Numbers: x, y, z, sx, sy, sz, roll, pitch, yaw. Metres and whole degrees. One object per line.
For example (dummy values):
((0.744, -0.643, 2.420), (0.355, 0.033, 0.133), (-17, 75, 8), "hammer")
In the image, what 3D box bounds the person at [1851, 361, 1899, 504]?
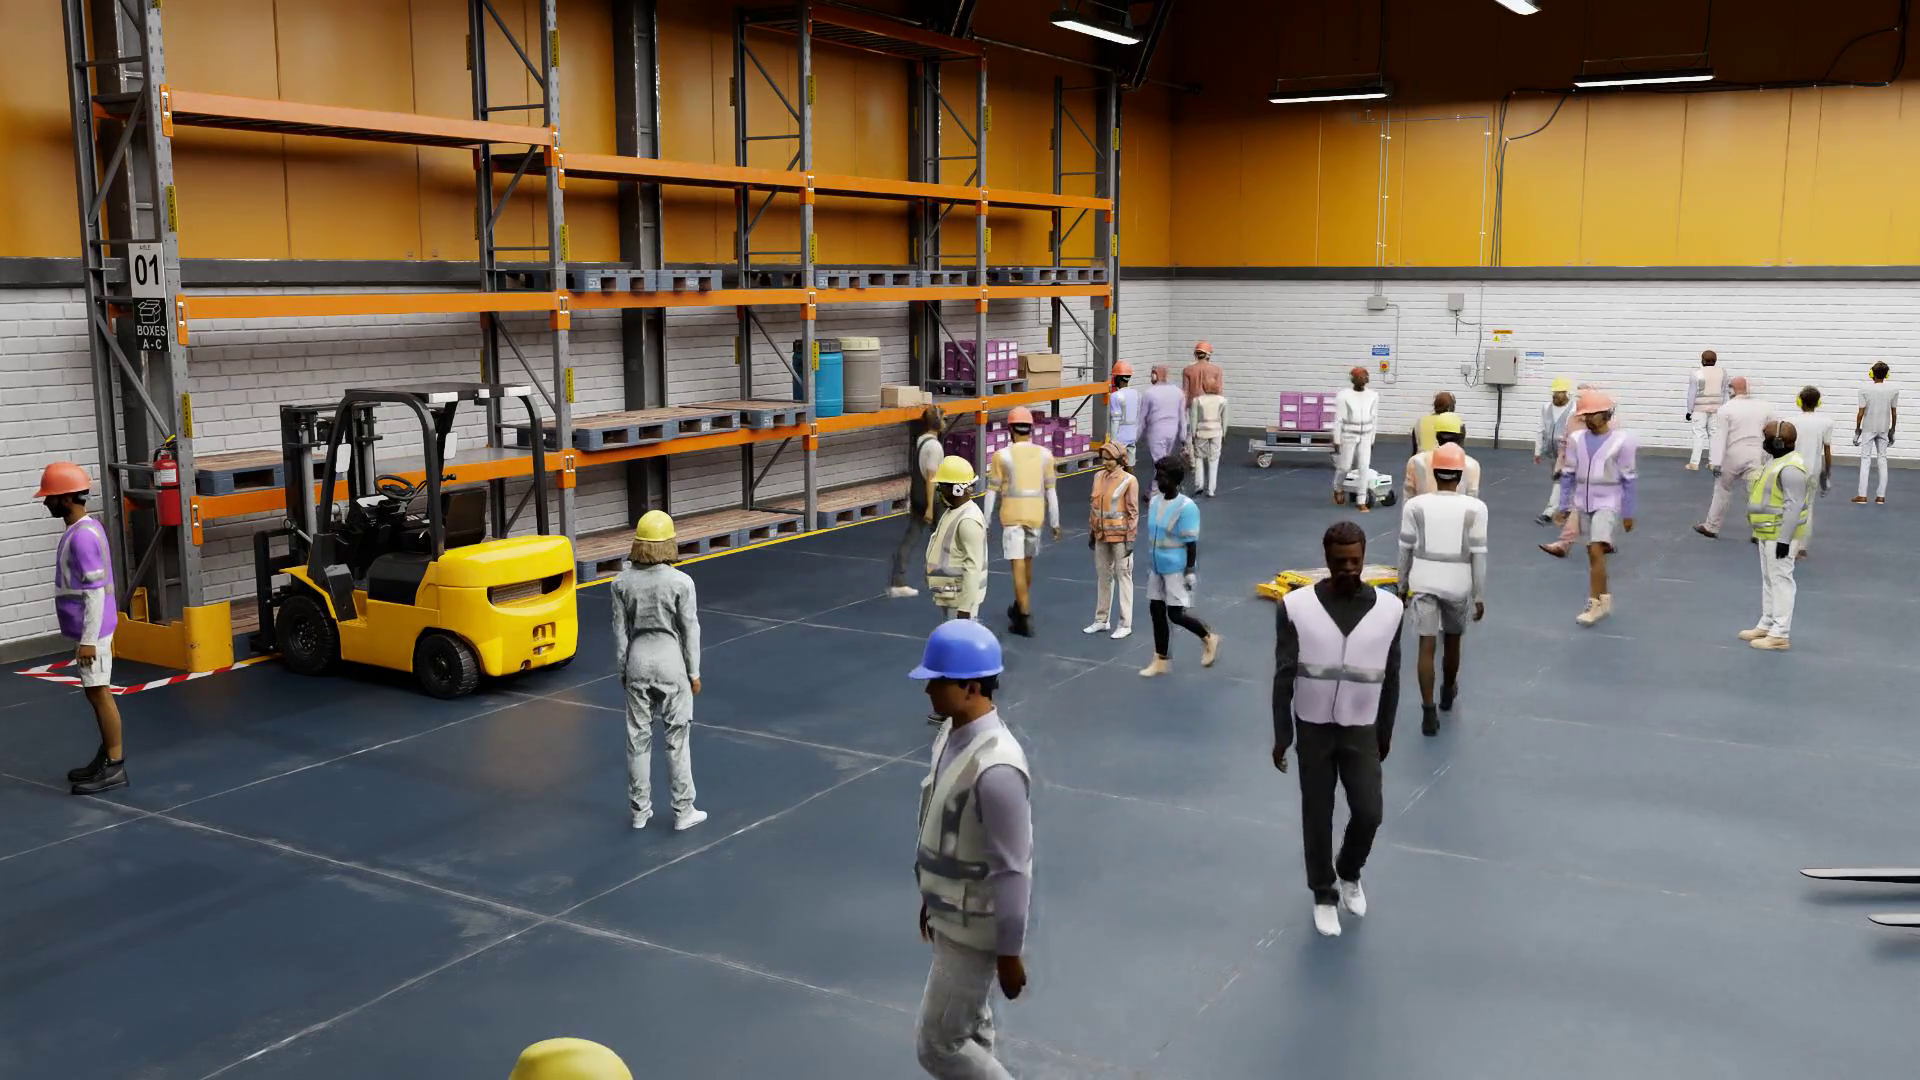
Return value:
((11.970, -1.403, 21.764), (0.513, 1.872, 0.328), (1, 9, 9), "person")

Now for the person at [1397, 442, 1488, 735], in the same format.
((3.216, 0.291, 11.119), (0.569, 1.888, 0.957), (3, 10, 17), "person")

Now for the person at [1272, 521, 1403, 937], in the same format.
((1.708, 0.855, 7.564), (0.597, 1.903, 0.439), (1, 9, 3), "person")

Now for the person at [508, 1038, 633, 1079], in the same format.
((-0.622, 1.683, 2.829), (0.326, 1.767, 0.533), (-5, 10, -28), "person")

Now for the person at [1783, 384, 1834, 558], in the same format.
((8.847, -0.696, 17.485), (0.561, 1.887, 0.588), (3, 9, 16), "person")

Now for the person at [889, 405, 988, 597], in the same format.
((-0.244, -0.358, 15.505), (0.977, 1.792, 0.535), (-5, 10, -26), "person")

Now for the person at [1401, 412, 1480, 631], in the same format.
((3.931, -0.108, 13.660), (0.605, 1.886, 0.972), (2, 9, 15), "person")

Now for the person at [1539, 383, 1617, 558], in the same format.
((6.609, -0.734, 17.650), (1.025, 1.845, 0.651), (-2, 9, -15), "person")

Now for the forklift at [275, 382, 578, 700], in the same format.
((-3.974, -0.067, 12.417), (2.313, 2.155, 1.214), (5, 11, 30), "forklift")

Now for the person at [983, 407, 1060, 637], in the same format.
((0.483, -0.174, 14.047), (0.637, 1.877, 0.912), (-4, 10, -21), "person")

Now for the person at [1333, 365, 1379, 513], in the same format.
((5.012, -1.303, 21.207), (0.581, 1.860, 0.805), (-1, 9, -9), "person")

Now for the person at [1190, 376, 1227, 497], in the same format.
((3.354, -1.394, 22.454), (0.530, 1.622, 0.479), (0, 9, -2), "person")

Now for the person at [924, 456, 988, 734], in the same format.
((-0.028, 0.362, 10.863), (0.404, 1.832, 0.600), (-2, 9, -12), "person")

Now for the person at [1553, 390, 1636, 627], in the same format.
((5.396, -0.273, 14.282), (0.877, 2.007, 0.611), (-6, 11, -35), "person")

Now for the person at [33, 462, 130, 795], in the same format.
((-5.091, 0.507, 9.640), (0.375, 1.933, 0.550), (-5, 10, -29), "person")

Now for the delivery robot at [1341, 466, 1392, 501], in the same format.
((5.231, -0.757, 21.531), (0.477, 0.478, 0.707), (-6, 11, -34), "delivery robot")

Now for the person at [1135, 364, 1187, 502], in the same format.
((2.588, -1.343, 21.500), (0.663, 1.846, 1.042), (-5, 10, -26), "person")

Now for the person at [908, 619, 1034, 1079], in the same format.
((0.032, 1.196, 5.335), (0.455, 1.929, 0.617), (-2, 9, -9), "person")

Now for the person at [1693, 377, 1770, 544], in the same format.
((8.731, -0.903, 18.709), (0.746, 1.845, 0.982), (-2, 9, -11), "person")

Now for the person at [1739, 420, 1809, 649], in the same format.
((6.559, -0.043, 13.379), (0.430, 1.841, 0.624), (2, 9, 15), "person")

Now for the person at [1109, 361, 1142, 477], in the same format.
((1.986, -1.232, 20.486), (0.358, 1.937, 0.549), (8, 12, 39), "person")

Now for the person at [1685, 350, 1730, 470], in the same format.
((11.425, -1.986, 25.488), (0.626, 1.846, 0.429), (-1, 9, -4), "person")

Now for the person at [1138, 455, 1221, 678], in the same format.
((1.625, 0.200, 12.363), (0.541, 1.681, 0.540), (-5, 11, -30), "person")

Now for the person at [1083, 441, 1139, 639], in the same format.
((1.266, -0.007, 13.768), (0.310, 1.640, 0.514), (-8, 12, -39), "person")

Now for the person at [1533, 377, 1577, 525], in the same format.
((7.241, -1.079, 20.041), (0.947, 1.779, 0.601), (-6, 11, -35), "person")

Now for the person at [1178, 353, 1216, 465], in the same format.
((3.756, -2.136, 26.282), (0.962, 1.902, 0.644), (-9, 12, -43), "person")

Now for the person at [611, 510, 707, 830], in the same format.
((-1.629, 0.704, 9.007), (0.485, 1.744, 0.294), (2, 9, 10), "person")

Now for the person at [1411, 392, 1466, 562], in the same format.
((4.999, -0.661, 17.444), (1.058, 1.774, 0.642), (-9, 13, -43), "person")

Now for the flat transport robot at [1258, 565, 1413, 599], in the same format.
((3.560, 0.406, 15.451), (1.431, 0.197, 0.652), (-3, 10, -20), "flat transport robot")

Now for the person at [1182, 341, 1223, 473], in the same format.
((3.662, -2.004, 25.142), (0.613, 1.990, 0.392), (2, 9, 14), "person")
